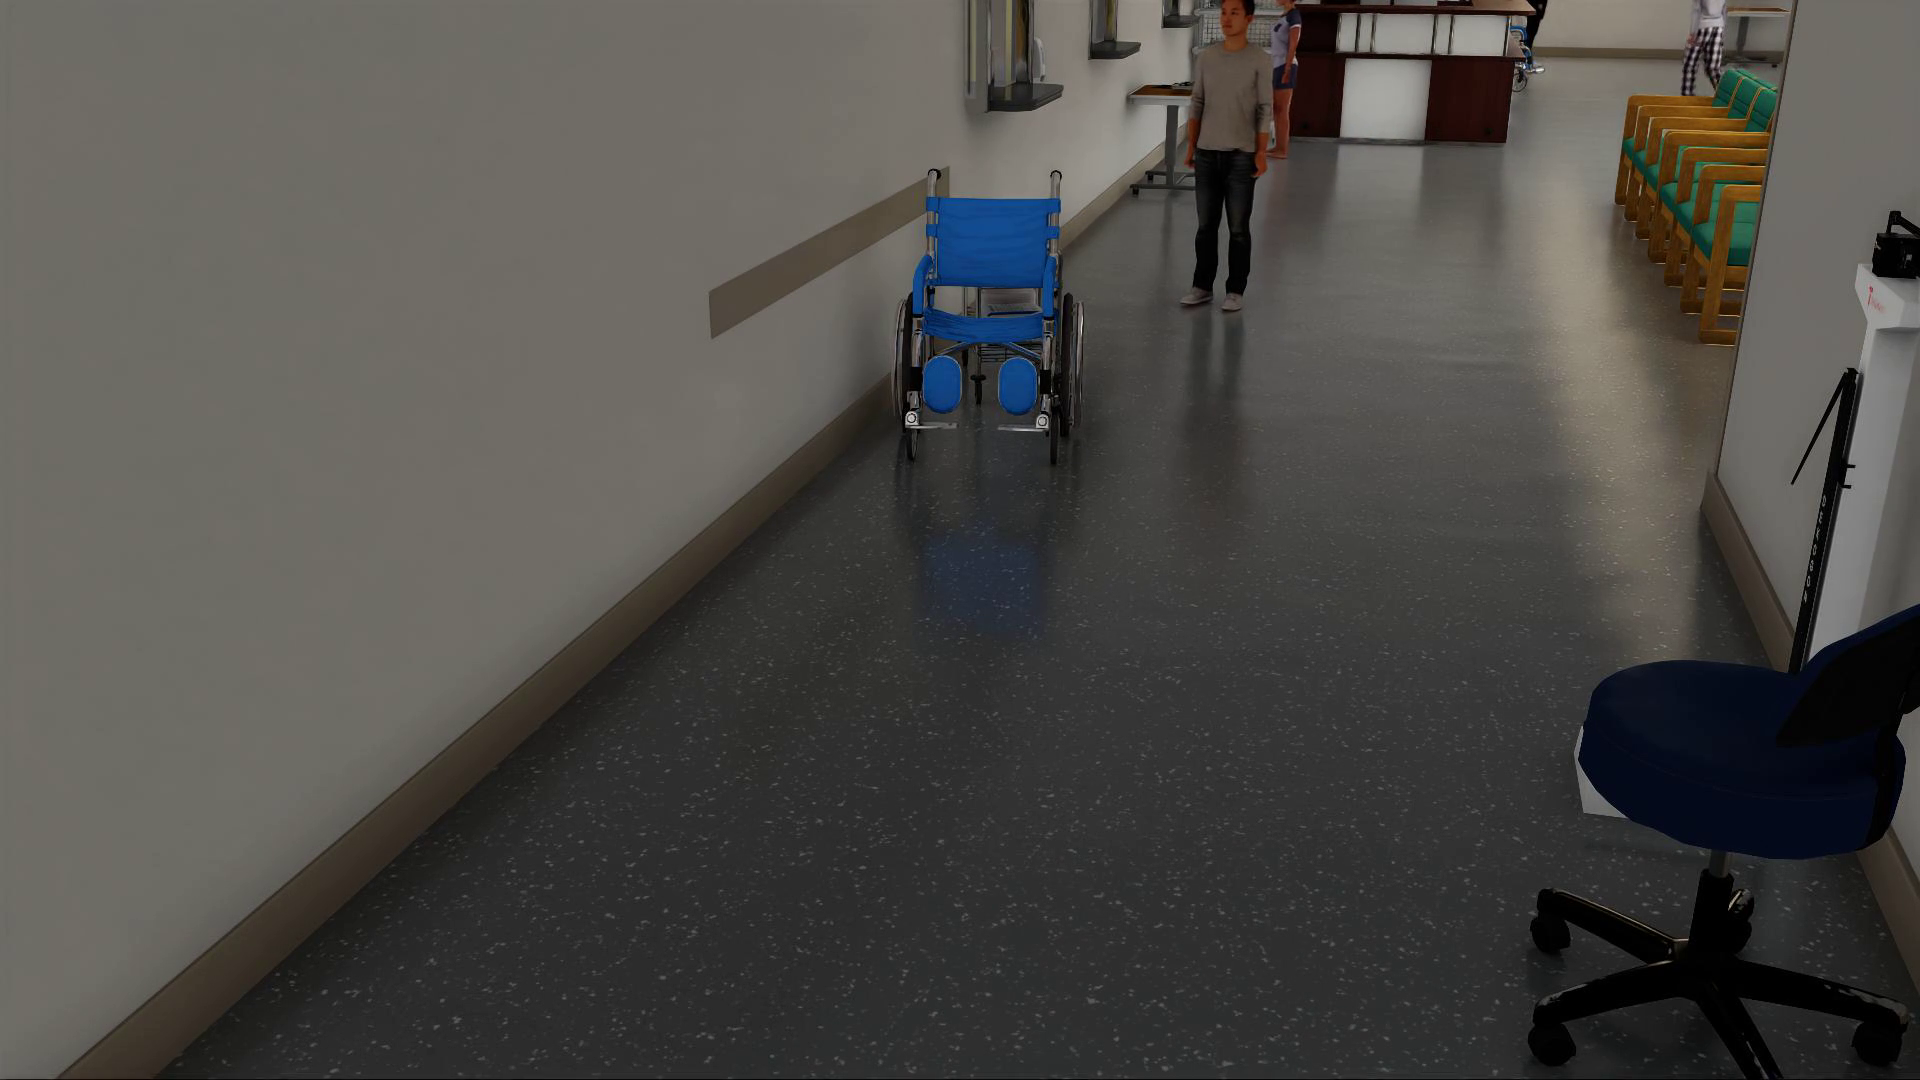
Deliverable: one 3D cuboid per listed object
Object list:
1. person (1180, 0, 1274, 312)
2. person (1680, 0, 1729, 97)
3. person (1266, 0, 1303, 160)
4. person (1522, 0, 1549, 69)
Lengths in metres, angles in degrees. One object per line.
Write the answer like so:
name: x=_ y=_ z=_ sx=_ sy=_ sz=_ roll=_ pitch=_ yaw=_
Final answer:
person: x=1.573 y=-2.270 z=9.730 sx=0.597 sy=1.811 sz=0.775 roll=12 pitch=24 yaw=29
person: x=8.627 y=-5.819 z=19.105 sx=1.022 sy=1.808 sz=0.971 roll=-3 pitch=21 yaw=-9
person: x=3.080 y=-4.470 z=15.802 sx=0.620 sy=1.625 sz=0.628 roll=1 pitch=21 yaw=2
person: x=8.633 y=-8.031 z=24.956 sx=0.563 sy=1.801 sz=0.642 roll=2 pitch=21 yaw=5
